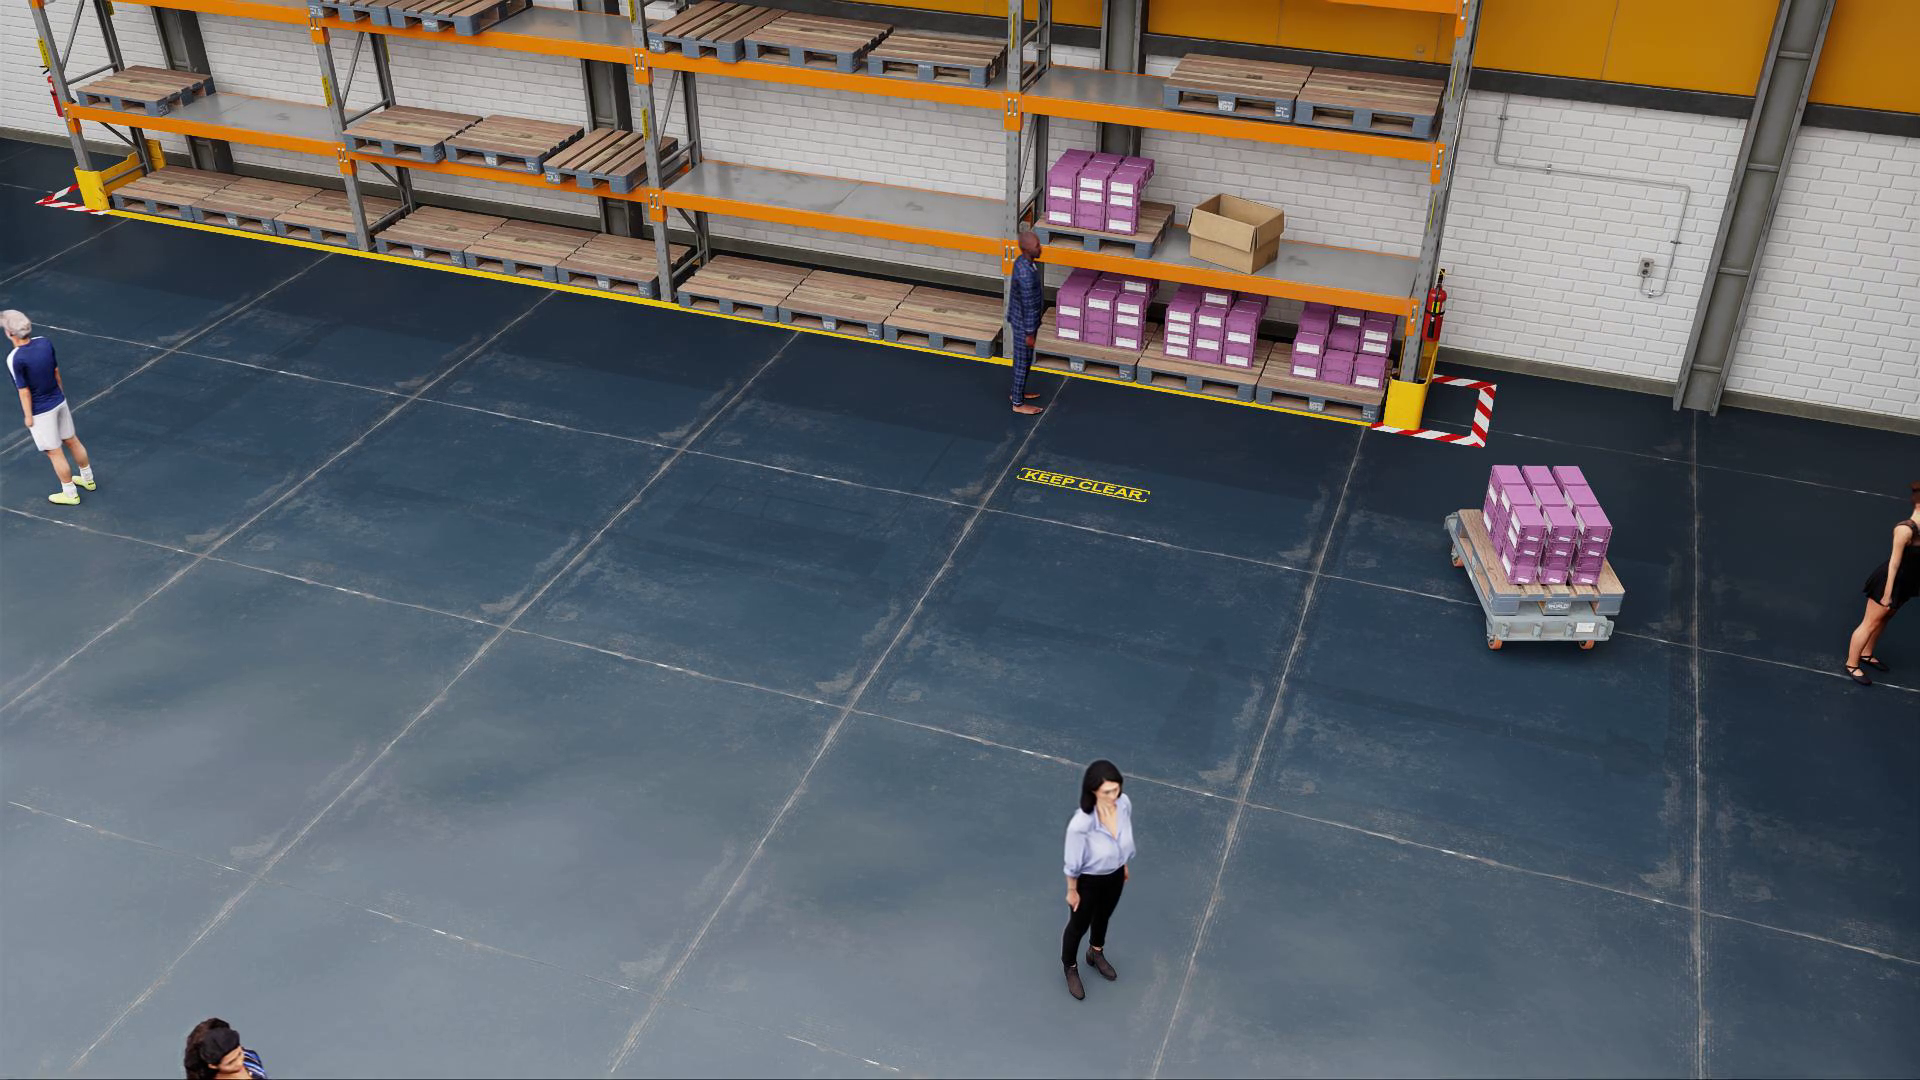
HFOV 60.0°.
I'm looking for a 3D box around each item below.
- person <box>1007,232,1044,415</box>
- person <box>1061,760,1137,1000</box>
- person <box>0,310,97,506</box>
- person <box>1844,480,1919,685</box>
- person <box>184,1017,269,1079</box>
[{"bbox_3d":[0.627,-2.106,15.964,0.714,1.818,0.739,-1,34,-1],"label":"person"},{"bbox_3d":[0.814,1.995,9.862,0.734,1.743,0.747,-22,39,-29],"label":"person"},{"bbox_3d":[-7.994,-1.174,14.543,0.589,1.839,0.657,7,34,11],"label":"person"},{"bbox_3d":[7.014,0.304,12.468,0.677,1.674,0.716,-22,39,-29],"label":"person"},{"bbox_3d":[-3.599,3.024,8.426,0.582,1.618,0.640,7,34,11],"label":"person"}]
